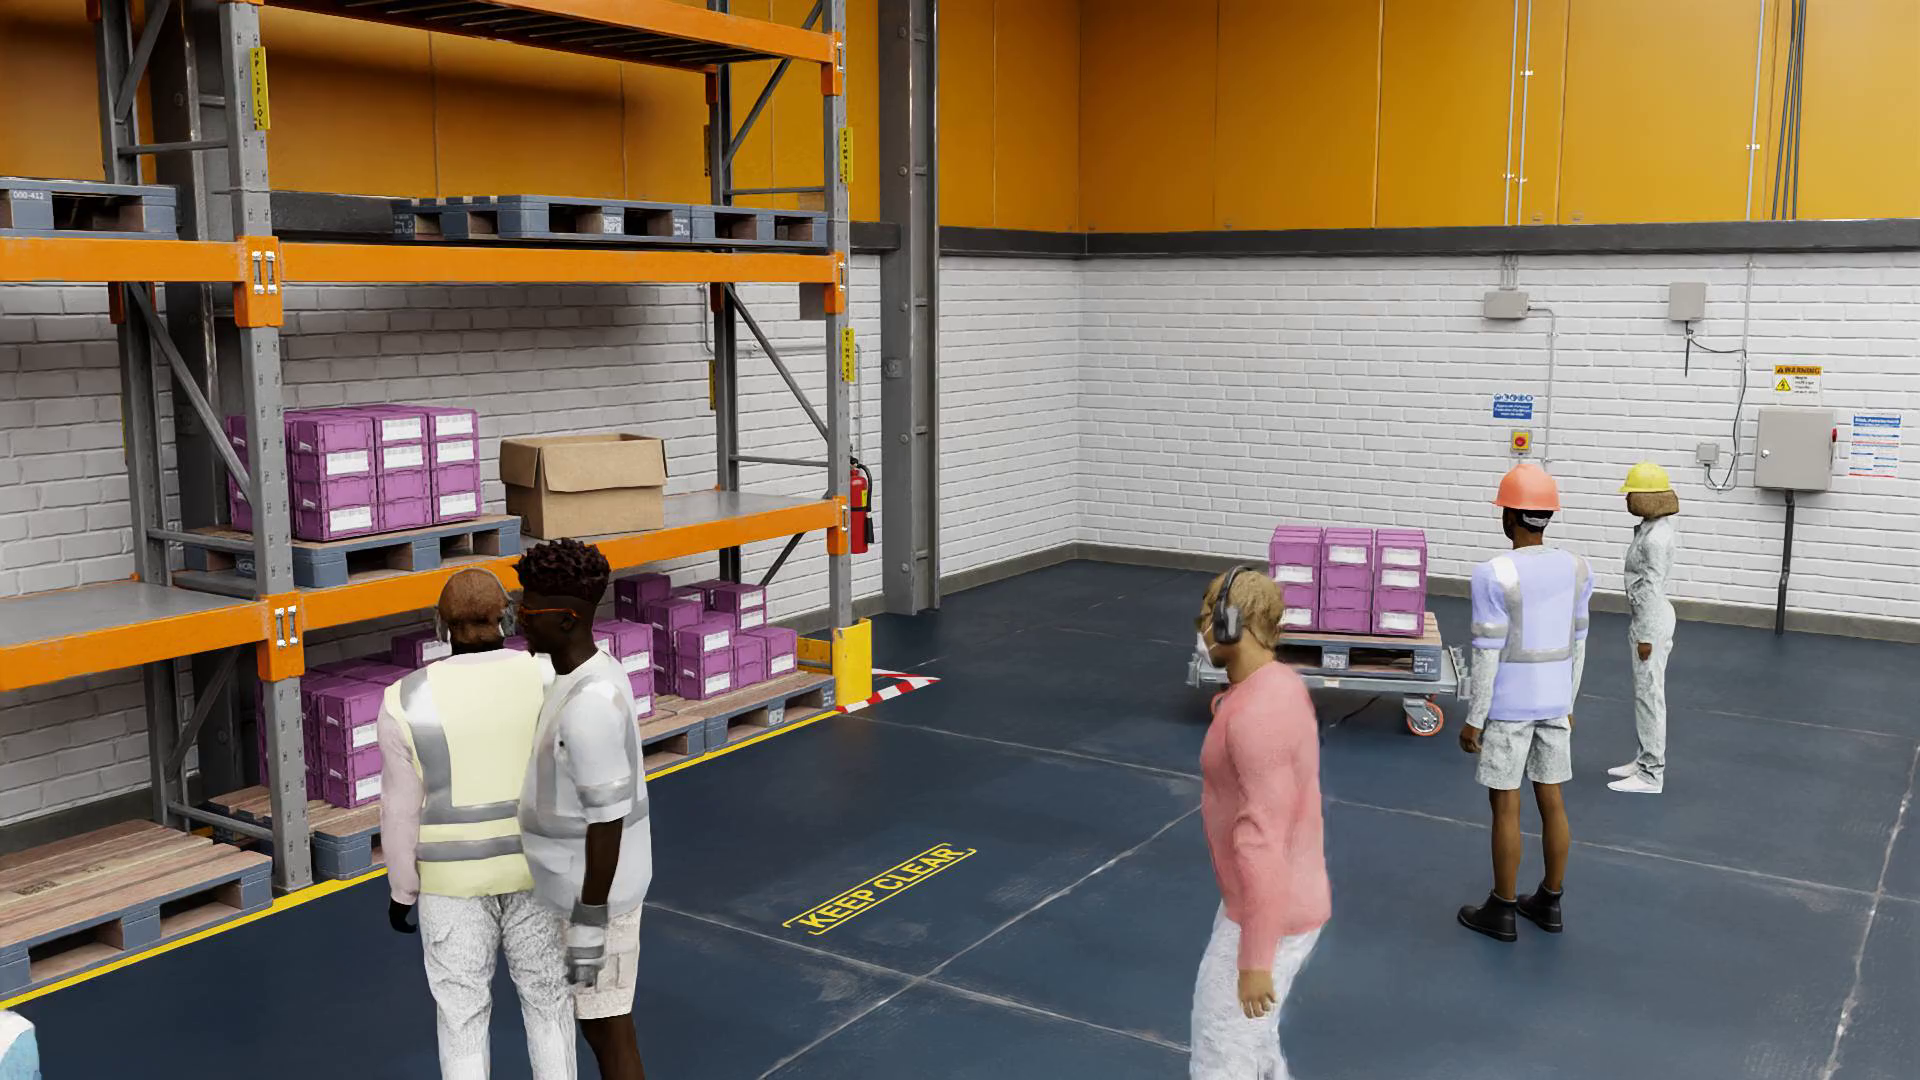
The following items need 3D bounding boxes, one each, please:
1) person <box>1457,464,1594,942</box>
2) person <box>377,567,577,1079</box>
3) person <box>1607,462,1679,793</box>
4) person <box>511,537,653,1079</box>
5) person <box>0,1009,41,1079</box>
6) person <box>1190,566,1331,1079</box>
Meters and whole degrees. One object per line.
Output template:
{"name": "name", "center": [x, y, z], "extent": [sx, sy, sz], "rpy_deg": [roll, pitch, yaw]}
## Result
{"name": "person", "center": [2.274, 0.660, 6.760], "extent": [0.543, 1.939, 0.371], "rpy_deg": [-3, 9, -18]}
{"name": "person", "center": [-1.397, 0.990, 4.949], "extent": [0.620, 1.837, 0.429], "rpy_deg": [-4, 10, -26]}
{"name": "person", "center": [3.586, 0.456, 8.747], "extent": [0.321, 1.737, 0.485], "rpy_deg": [3, 9, 21]}
{"name": "person", "center": [-1.052, 0.964, 4.695], "extent": [0.369, 1.965, 0.609], "rpy_deg": [-2, 9, -13]}
{"name": "person", "center": [-1.980, 1.389, 3.143], "extent": [0.504, 1.590, 0.882], "rpy_deg": [-1, 9, -5]}
{"name": "person", "center": [0.750, 1.033, 4.496], "extent": [0.498, 1.911, 0.749], "rpy_deg": [2, 9, 11]}
